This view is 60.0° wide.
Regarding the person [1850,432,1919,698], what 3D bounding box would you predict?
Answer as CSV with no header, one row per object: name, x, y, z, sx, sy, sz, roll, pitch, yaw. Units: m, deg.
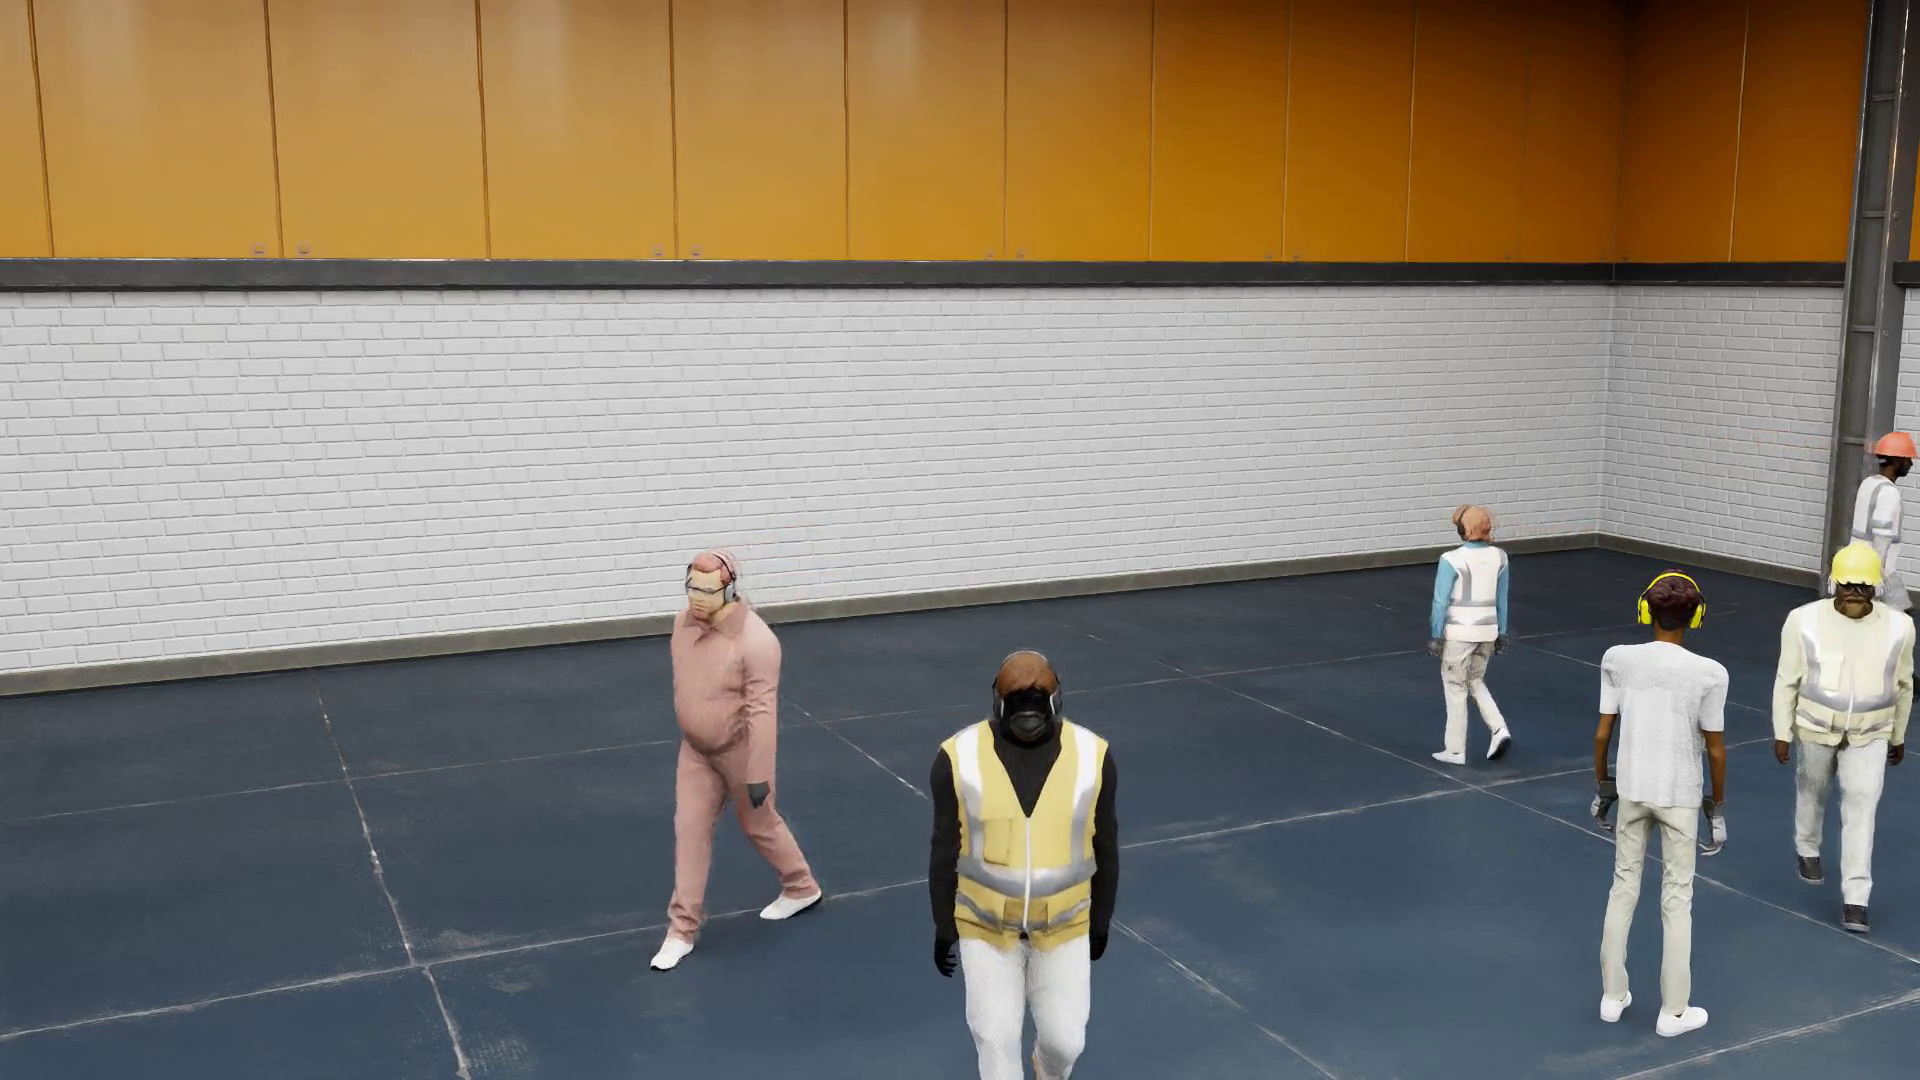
person,6.650,0.182,11.874,0.876,1.904,0.563,1,9,7

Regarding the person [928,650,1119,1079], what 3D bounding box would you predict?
person,0.207,1.245,5.517,0.631,1.827,0.553,0,9,-1

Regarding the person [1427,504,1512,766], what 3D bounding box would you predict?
person,3.133,0.599,10.157,0.521,1.627,0.419,-5,10,-27

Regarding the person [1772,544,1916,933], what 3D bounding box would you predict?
person,4.207,0.880,7.951,0.601,1.776,0.946,4,10,22

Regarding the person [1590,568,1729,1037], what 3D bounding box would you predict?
person,2.796,1.037,6.646,0.531,1.876,0.317,8,12,40

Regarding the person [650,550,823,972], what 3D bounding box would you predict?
person,-1.031,0.925,7.475,0.686,1.844,0.954,6,11,34
